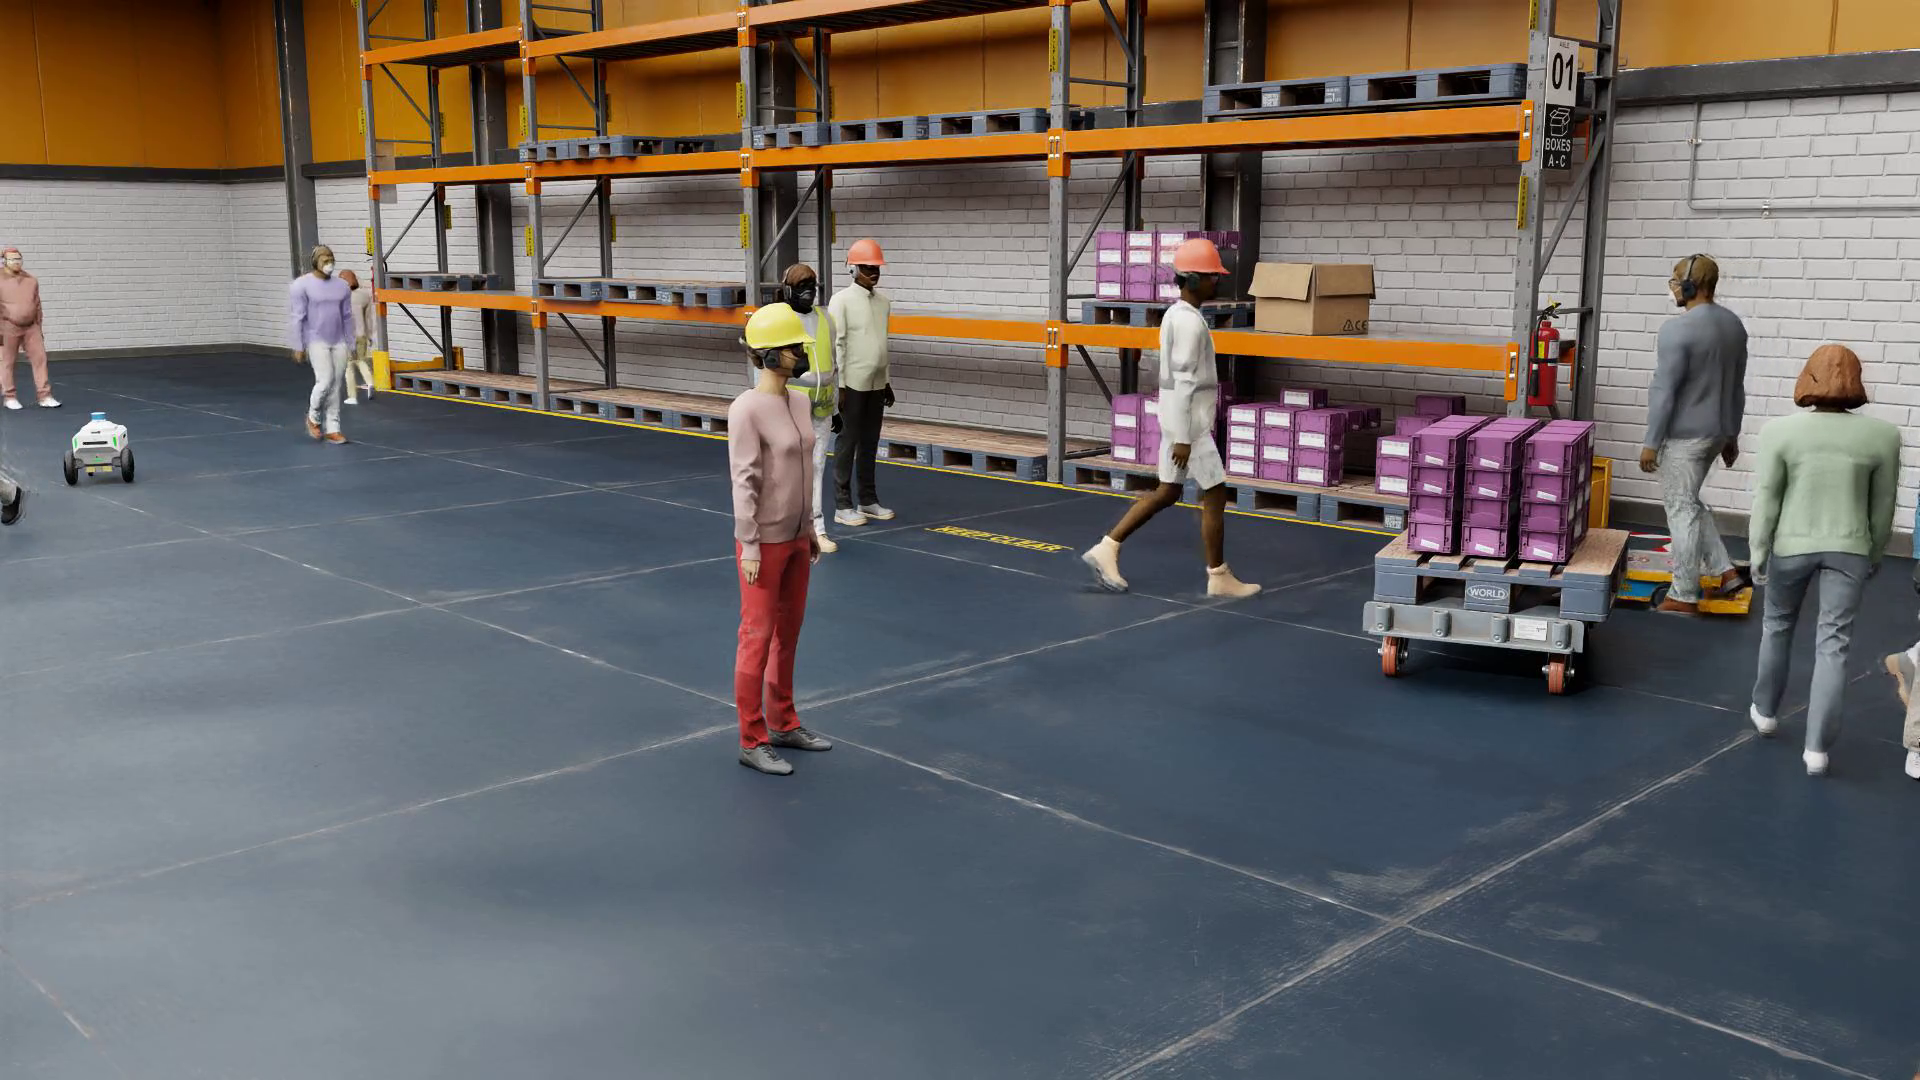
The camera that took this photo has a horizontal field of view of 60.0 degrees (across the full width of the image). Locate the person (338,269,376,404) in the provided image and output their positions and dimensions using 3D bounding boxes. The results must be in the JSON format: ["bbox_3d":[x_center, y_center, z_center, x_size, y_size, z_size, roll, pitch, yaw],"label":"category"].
[{"bbox_3d":[-7.242,-2.425,19.906,0.422,1.618,0.518,10,14,42],"label":"person"}]

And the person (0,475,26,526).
[{"bbox_3d":[-6.639,-0.887,10.999,0.592,1.819,0.683,4,11,20],"label":"person"}]

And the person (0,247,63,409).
[{"bbox_3d":[-10.859,-2.431,19.257,0.856,1.872,0.677,6,12,30],"label":"person"}]

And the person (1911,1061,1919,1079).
[{"bbox_3d":[0.698,1.011,1.136,0.507,1.633,0.272,9,14,41],"label":"person"}]

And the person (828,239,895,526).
[{"bbox_3d":[-0.671,-1.108,11.710,0.395,1.993,0.614,8,13,36],"label":"person"}]

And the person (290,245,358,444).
[{"bbox_3d":[-6.121,-1.880,16.102,0.433,1.926,0.654,7,12,33],"label":"person"}]

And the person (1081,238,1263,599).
[{"bbox_3d":[1.184,-0.657,9.226,0.950,2.015,0.616,0,10,0],"label":"person"}]

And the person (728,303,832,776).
[{"bbox_3d":[-0.688,-0.009,6.331,0.296,1.772,0.533,4,11,23],"label":"person"}]

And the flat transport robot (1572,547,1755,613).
[{"bbox_3d":[3.657,0.193,9.321,1.431,0.197,0.652,5,12,28],"label":"flat transport robot"}]

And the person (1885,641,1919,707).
[{"bbox_3d":[4.159,-0.094,6.585,0.594,1.854,0.900,-6,12,-29],"label":"person"}]

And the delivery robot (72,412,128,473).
[{"bbox_3d":[-7.118,-0.813,13.779,0.477,0.478,0.707,-4,11,-20],"label":"delivery robot"}]

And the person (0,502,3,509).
[{"bbox_3d":[-7.352,-1.091,11.934,0.956,1.875,0.589,2,11,9],"label":"person"}]

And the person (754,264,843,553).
[{"bbox_3d":[-1.005,-0.814,10.527,0.621,1.845,0.429,-8,13,-37],"label":"person"}]

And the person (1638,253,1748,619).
[{"bbox_3d":[3.846,-0.537,8.782,0.628,1.926,0.424,-8,13,-37],"label":"person"}]

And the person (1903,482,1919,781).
[{"bbox_3d":[3.783,0.094,6.126,0.521,1.639,0.311,2,11,11],"label":"person"}]

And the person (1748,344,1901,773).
[{"bbox_3d":[3.328,0.049,6.461,0.503,1.601,0.797,5,11,23],"label":"person"}]
